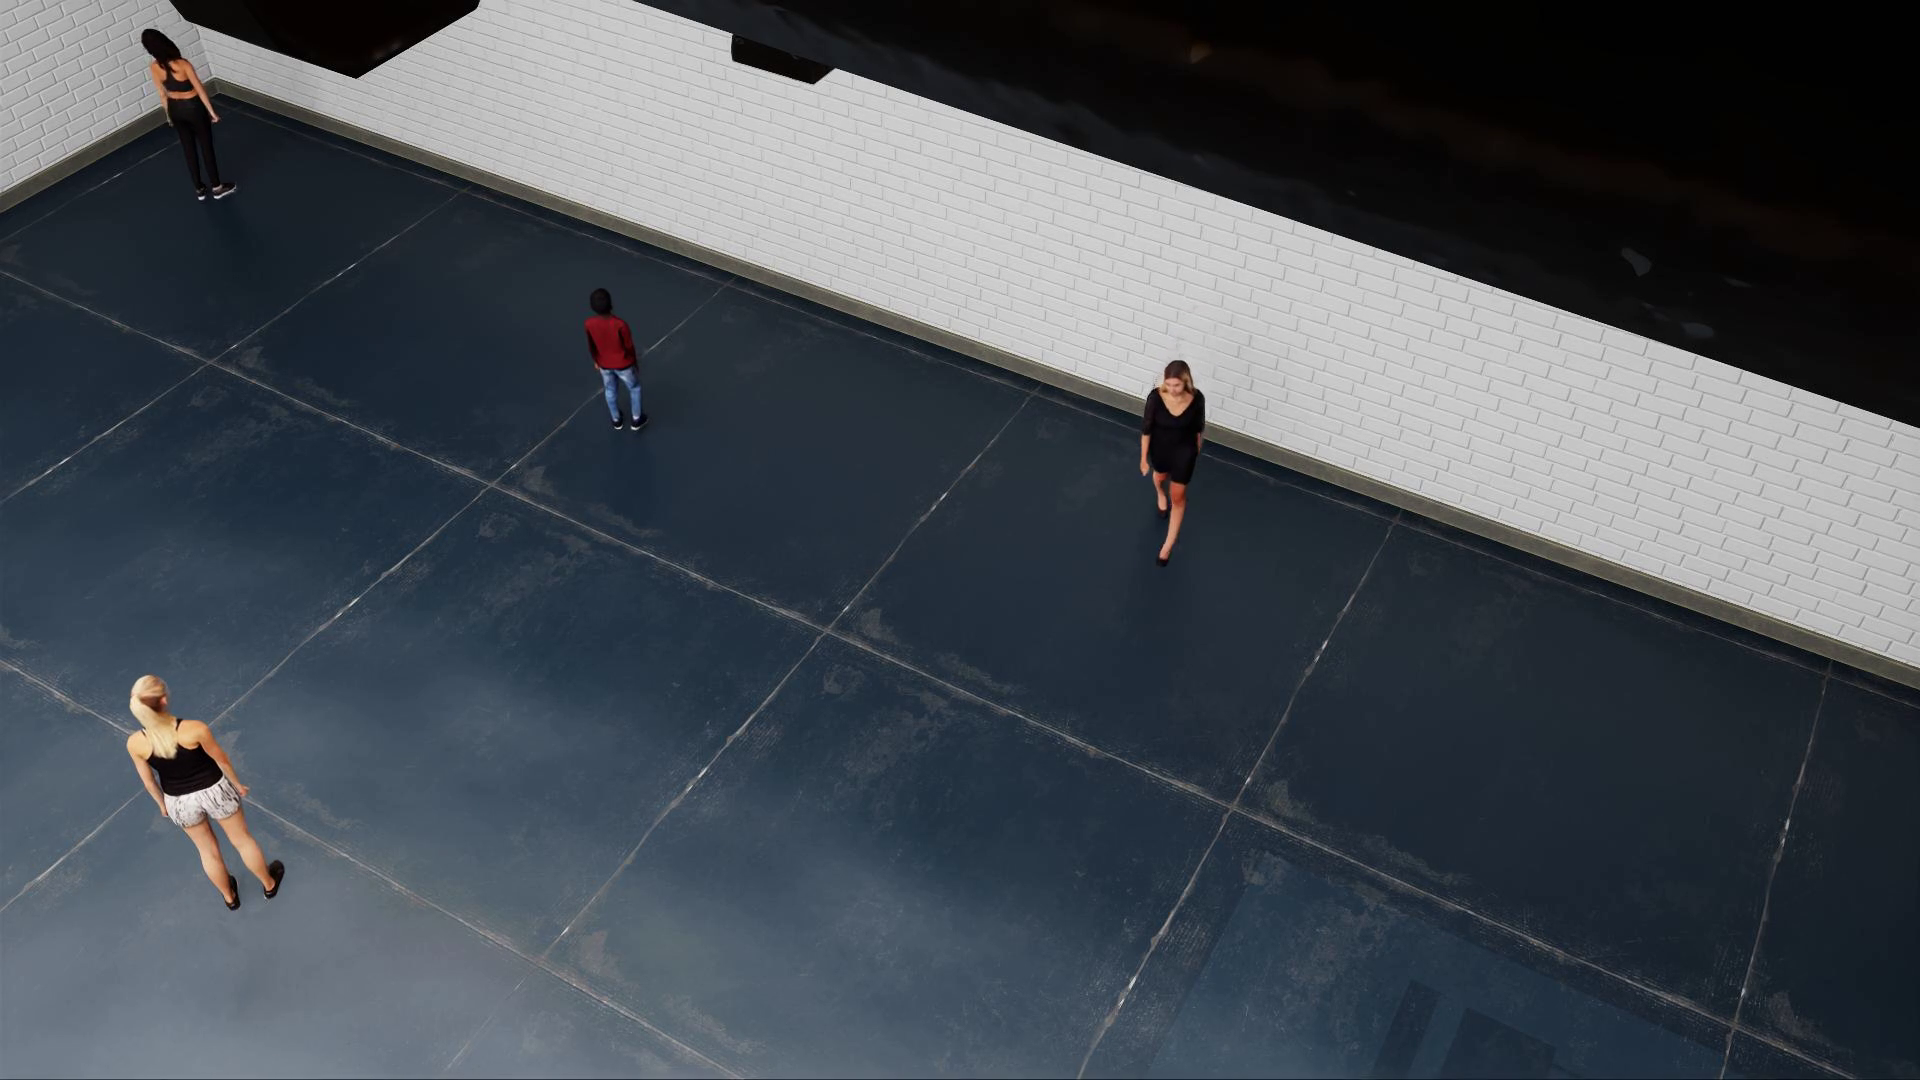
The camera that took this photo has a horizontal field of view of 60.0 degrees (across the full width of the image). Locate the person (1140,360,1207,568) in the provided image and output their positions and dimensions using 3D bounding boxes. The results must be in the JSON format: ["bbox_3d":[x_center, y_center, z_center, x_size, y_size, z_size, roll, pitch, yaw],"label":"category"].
[{"bbox_3d":[1.484,-0.663,11.540,0.831,1.625,1.086,2,44,2],"label":"person"}]

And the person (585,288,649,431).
[{"bbox_3d":[-2.595,-1.344,12.523,0.578,1.254,0.584,5,44,6],"label":"person"}]

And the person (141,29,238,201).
[{"bbox_3d":[-6.877,-3.792,14.820,0.669,1.631,0.676,7,44,8],"label":"person"}]

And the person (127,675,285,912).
[{"bbox_3d":[-4.213,1.408,9.207,0.667,1.845,0.738,-13,45,-13],"label":"person"}]
